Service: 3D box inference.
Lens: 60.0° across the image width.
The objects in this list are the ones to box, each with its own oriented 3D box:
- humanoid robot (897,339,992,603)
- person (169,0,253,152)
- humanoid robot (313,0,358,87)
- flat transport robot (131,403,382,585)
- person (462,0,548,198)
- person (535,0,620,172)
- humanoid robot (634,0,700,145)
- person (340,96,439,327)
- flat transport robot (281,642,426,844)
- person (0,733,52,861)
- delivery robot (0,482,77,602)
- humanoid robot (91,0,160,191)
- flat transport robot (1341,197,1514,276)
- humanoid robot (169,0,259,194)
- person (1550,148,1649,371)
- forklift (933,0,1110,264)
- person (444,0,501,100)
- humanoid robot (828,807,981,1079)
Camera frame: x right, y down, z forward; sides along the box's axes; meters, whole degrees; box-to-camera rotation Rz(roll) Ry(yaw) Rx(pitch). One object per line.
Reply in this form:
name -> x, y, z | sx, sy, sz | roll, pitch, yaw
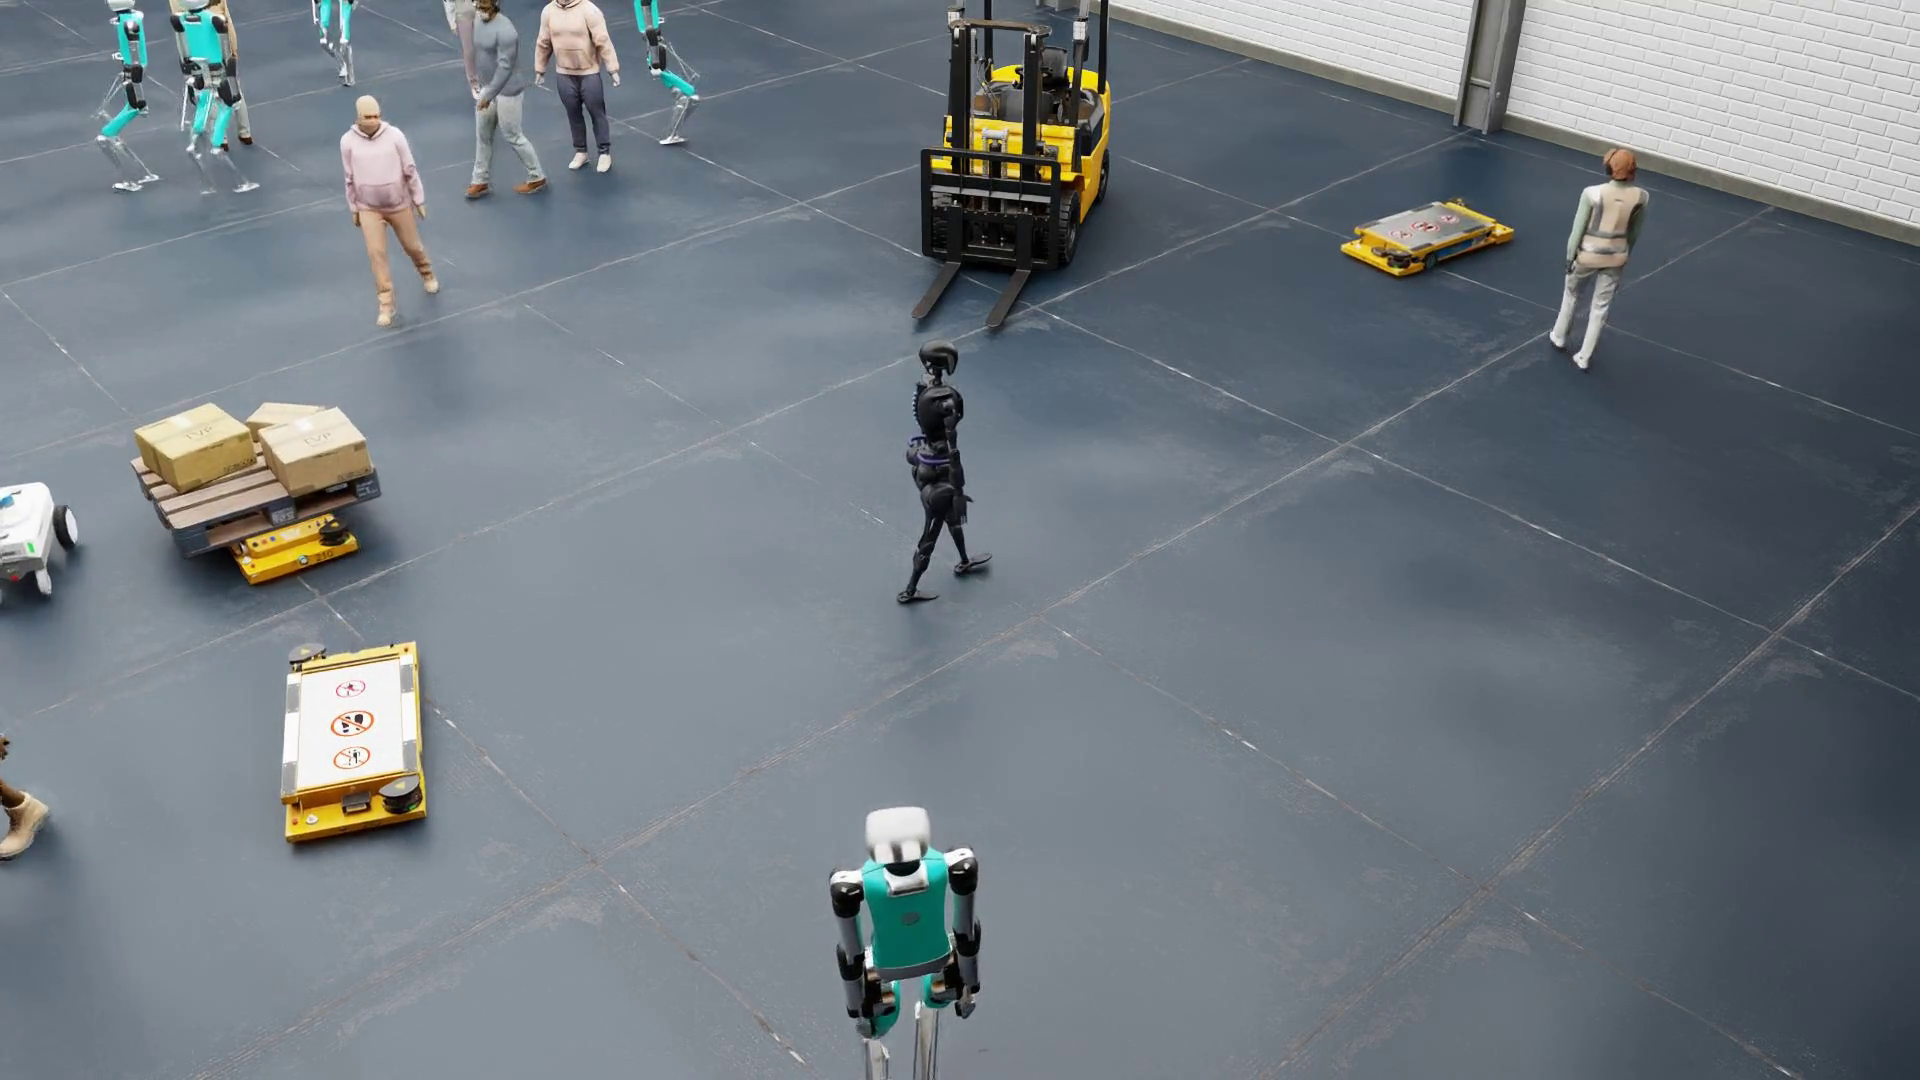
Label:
humanoid robot -> -0.083, -0.407, 9.521 | 0.658, 1.635, 0.602 | -10, 34, -16
person -> -7.140, -4.649, 15.847 | 0.408, 1.877, 0.562 | 26, 41, 34
humanoid robot -> -6.675, -5.669, 17.634 | 0.549, 1.895, 0.766 | -2, 33, -3
flat transport robot -> -4.386, -0.210, 10.495 | 0.659, 0.231, 1.431 | -22, 39, -30
person -> -4.135, -3.948, 14.760 | 0.634, 1.892, 0.736 | 28, 43, 36
person -> -3.539, -4.364, 15.430 | 0.818, 1.853, 0.434 | 5, 33, 7
humanoid robot -> -2.754, -4.617, 15.950 | 0.667, 1.829, 0.537 | -8, 34, -12
person -> -4.406, -2.600, 12.815 | 0.562, 1.761, 0.722 | -6, 33, -8
flat transport robot -> -3.149, 0.989, 8.653 | 0.659, 0.231, 1.431 | -9, 34, -14
person -> -4.565, 0.834, 7.344 | 0.615, 2.004, 1.010 | 10, 34, 15
delivery robot -> -5.643, -0.040, 9.945 | 0.499, 0.565, 0.745 | -10, 34, -15
humanoid robot -> -7.601, -3.987, 14.977 | 0.798, 1.797, 0.545 | -15, 36, -22
flat transport robot -> 3.986, -2.581, 14.140 | 1.431, 0.231, 0.659 | -21, 38, -29
humanoid robot -> -6.782, -3.925, 14.867 | 0.547, 1.776, 0.763 | 7, 34, 10
person -> 4.639, -2.076, 12.118 | 0.526, 1.615, 0.656 | 2, 33, 3
forklift -> 0.570, -3.725, 14.138 | 1.214, 2.155, 2.313 | 9, 34, 13
person -> -4.948, -5.324, 17.009 | 0.587, 1.731, 0.747 | -16, 36, -23
humanoid robot -> -0.228, 1.604, 6.361 | 0.560, 1.792, 0.676 | -7, 34, -10
